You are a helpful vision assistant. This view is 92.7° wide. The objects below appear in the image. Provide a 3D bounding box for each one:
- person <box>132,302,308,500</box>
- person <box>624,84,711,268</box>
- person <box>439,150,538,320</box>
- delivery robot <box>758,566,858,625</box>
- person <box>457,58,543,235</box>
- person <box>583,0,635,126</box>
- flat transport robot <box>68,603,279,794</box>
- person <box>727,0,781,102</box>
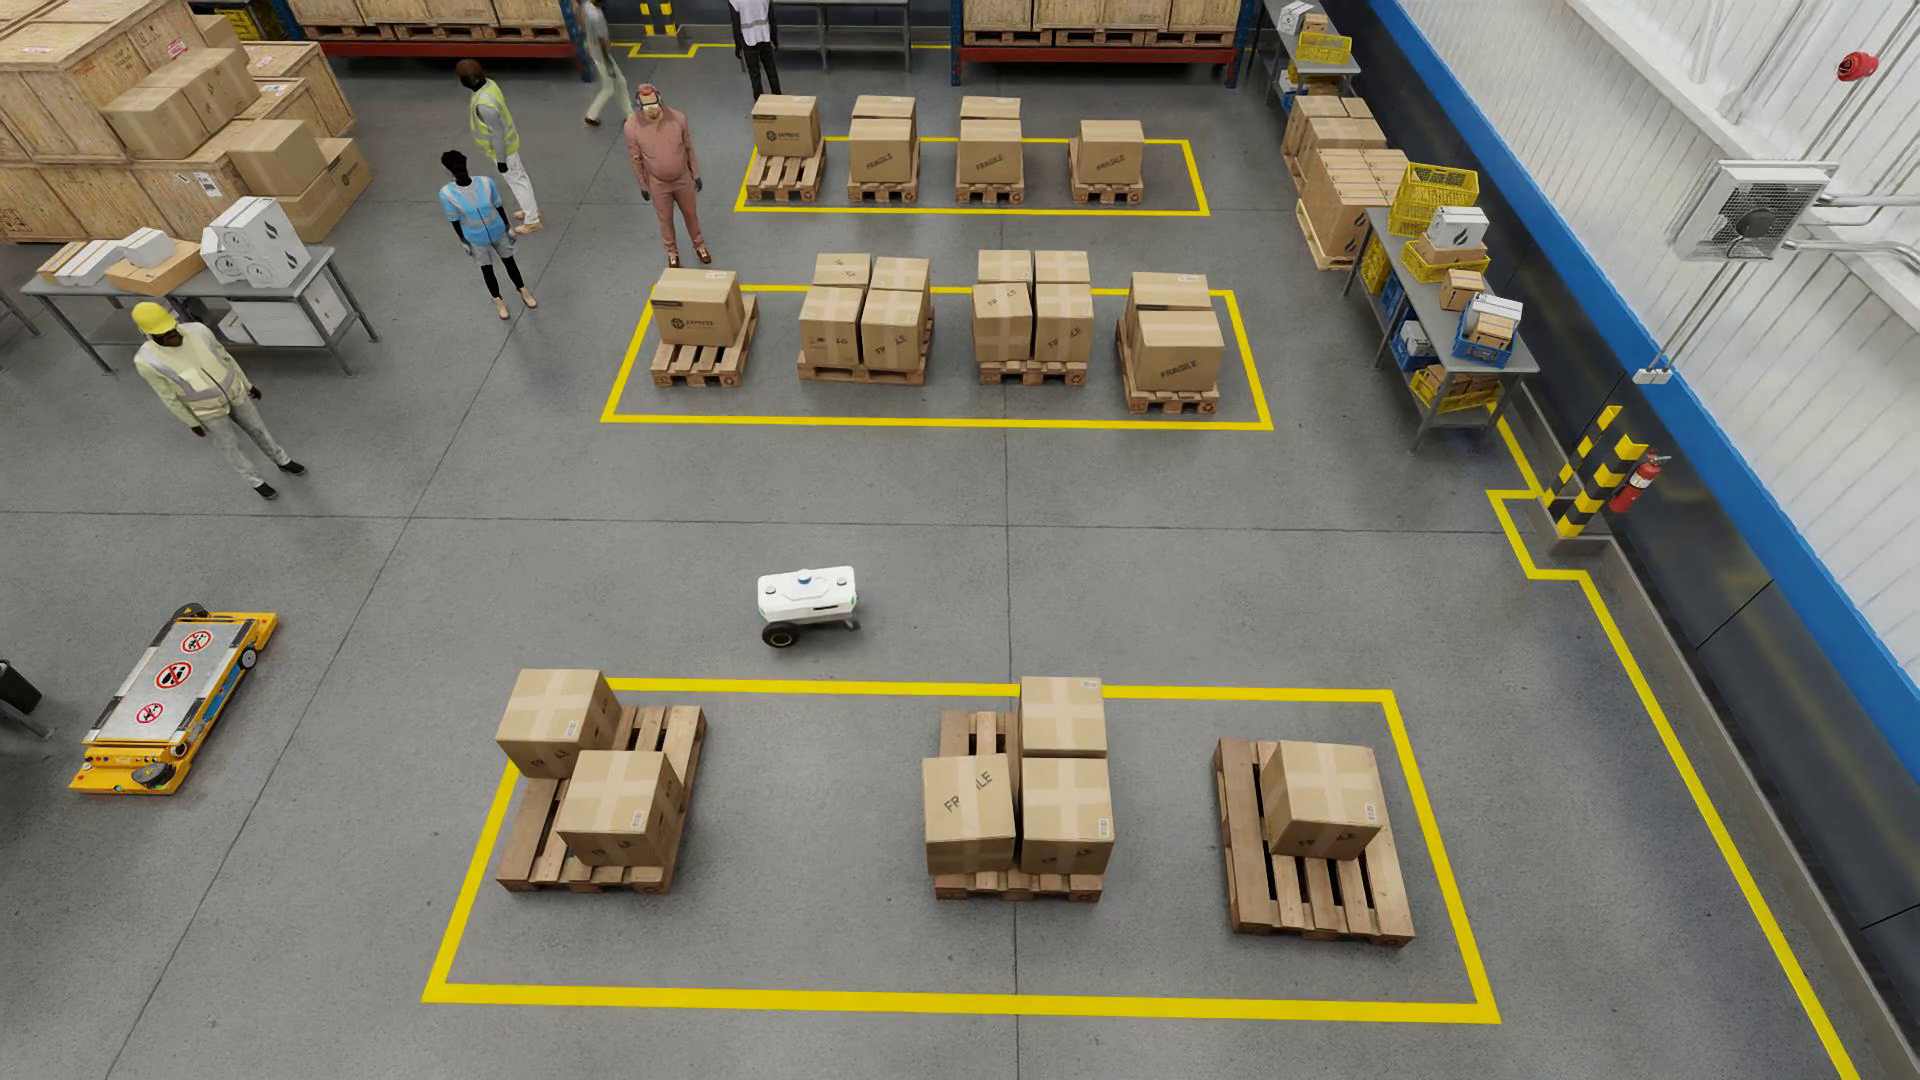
[{"bbox_3d":[-5.884,-1.109,7.271,0.403,1.832,0.594,19,52,15],"label":"person"},{"bbox_3d":[-2.981,-3.698,9.414,0.653,1.906,0.408,-19,52,-15],"label":"person"},{"bbox_3d":[-4.617,-2.970,8.934,0.532,1.696,0.319,-32,57,-24],"label":"person"},{"bbox_3d":[-1.117,0.400,6.762,0.707,0.478,0.477,-6,50,-6],"label":"delivery robot"},{"bbox_3d":[-4.971,-4.244,9.918,0.429,1.845,0.625,-14,51,-11],"label":"person"},{"bbox_3d":[-4.543,-6.053,11.466,0.767,1.826,0.512,-6,50,-5],"label":"person"},{"bbox_3d":[-5.504,1.072,6.442,0.652,0.197,1.431,1,50,1],"label":"flat transport robot"},{"bbox_3d":[-2.586,-6.345,11.647,0.600,1.917,0.376,-26,55,-21],"label":"person"}]
